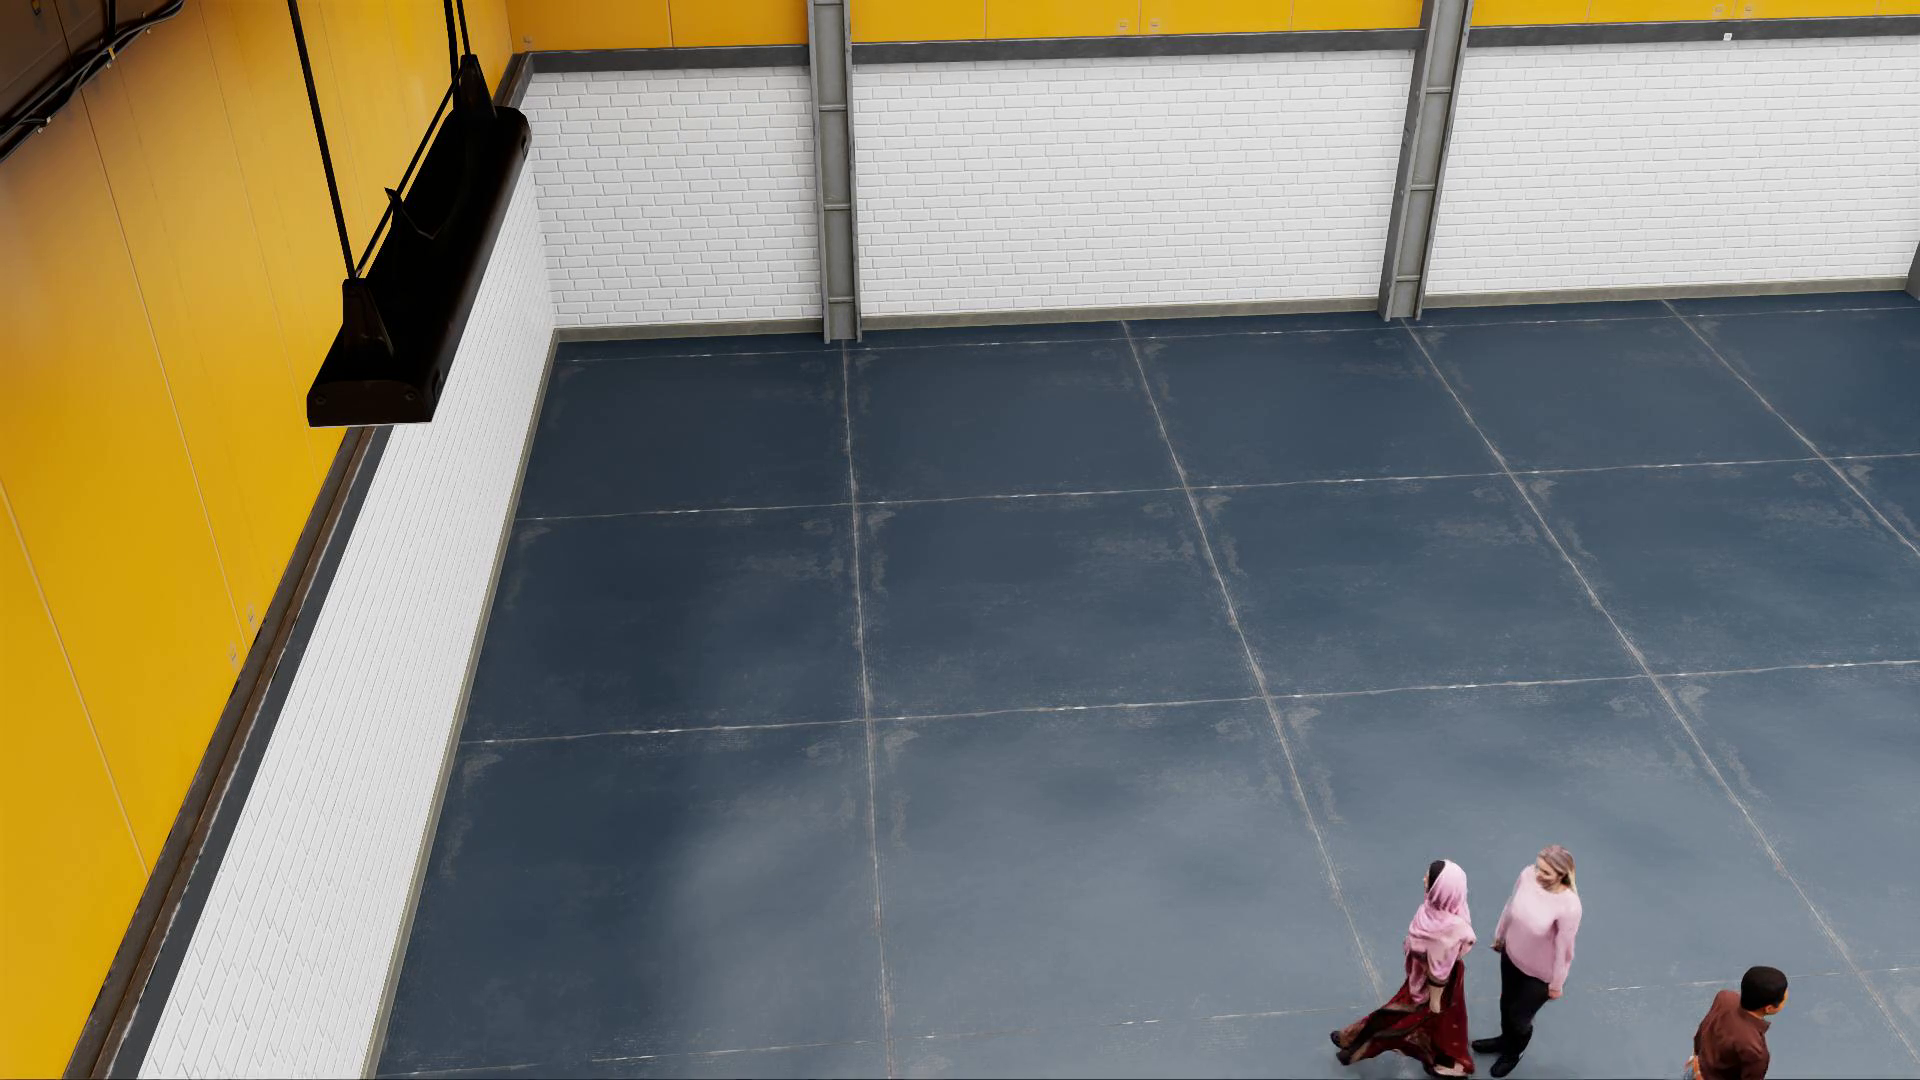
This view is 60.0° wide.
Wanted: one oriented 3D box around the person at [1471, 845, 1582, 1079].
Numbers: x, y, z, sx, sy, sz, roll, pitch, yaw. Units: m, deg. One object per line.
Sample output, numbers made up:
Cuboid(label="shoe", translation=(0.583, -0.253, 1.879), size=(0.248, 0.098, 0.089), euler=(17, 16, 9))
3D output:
Cuboid(label="person", translation=(3.242, 2.330, 9.279), size=(0.675, 1.678, 0.705), euler=(-11, 35, -16))

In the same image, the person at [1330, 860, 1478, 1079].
Cuboid(label="person", translation=(2.707, 2.434, 9.202), size=(1.143, 1.590, 0.944), euler=(12, 36, 18))

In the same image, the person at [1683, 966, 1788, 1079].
Cuboid(label="person", translation=(3.749, 2.817, 8.467), size=(0.715, 1.766, 0.710), euler=(3, 34, 5))
